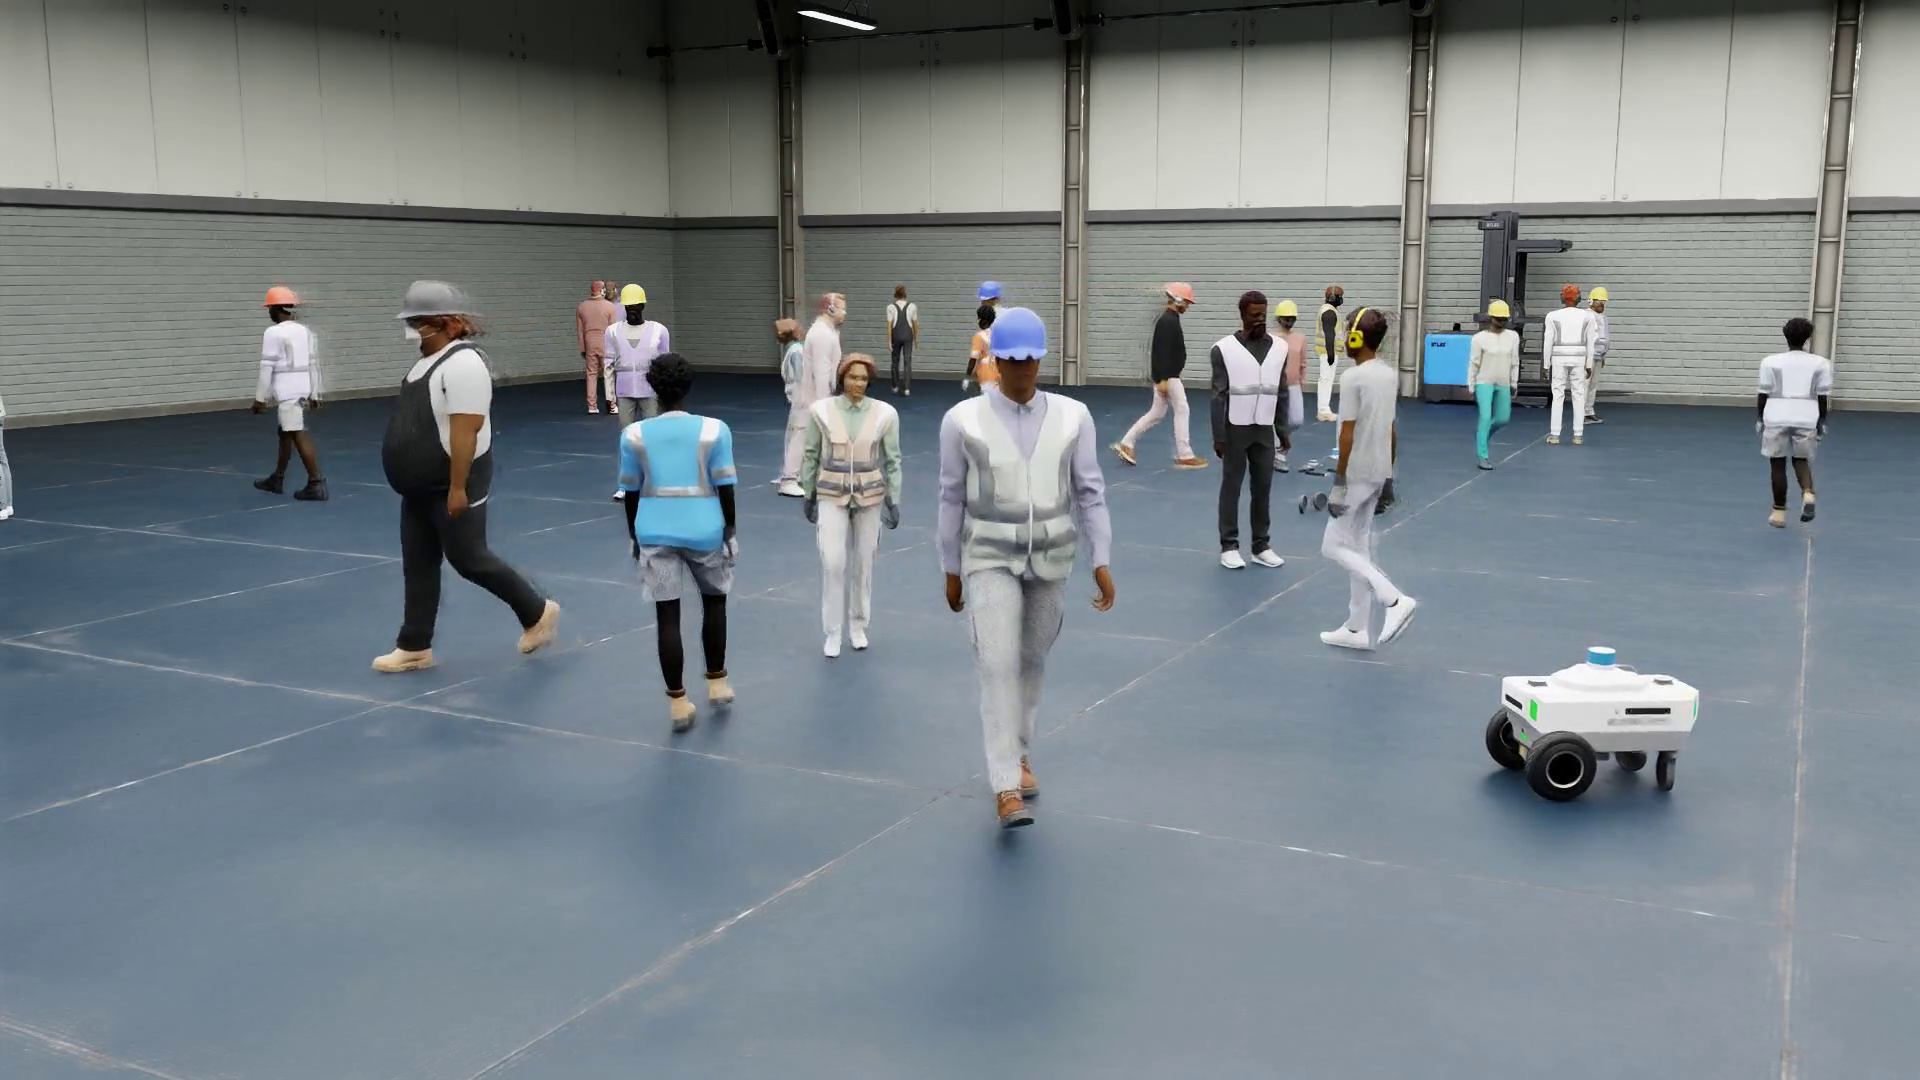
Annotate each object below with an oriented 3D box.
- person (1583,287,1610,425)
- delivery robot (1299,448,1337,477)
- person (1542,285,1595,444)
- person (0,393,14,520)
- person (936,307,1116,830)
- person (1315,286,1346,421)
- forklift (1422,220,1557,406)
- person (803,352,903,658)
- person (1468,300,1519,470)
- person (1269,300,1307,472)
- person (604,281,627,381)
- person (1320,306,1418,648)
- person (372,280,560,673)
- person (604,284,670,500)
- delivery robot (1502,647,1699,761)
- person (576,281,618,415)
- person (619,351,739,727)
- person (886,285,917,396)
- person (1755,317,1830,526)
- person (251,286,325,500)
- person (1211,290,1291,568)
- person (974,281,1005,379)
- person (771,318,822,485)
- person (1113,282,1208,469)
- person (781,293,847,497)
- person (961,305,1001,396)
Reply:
[{"bbox_3d":[8.510,-2.478,22.353,0.591,1.829,0.404,-8,13,-42],"label":"person"},{"bbox_3d":[3.211,-0.661,14.107,0.335,0.223,0.698,-8,12,-39],"label":"delivery robot"},{"bbox_3d":[7.225,-2.086,19.771,0.575,1.882,0.360,2,9,11],"label":"person"},{"bbox_3d":[-8.041,-0.983,13.731,0.272,1.632,0.505,-3,10,-17],"label":"person"},{"bbox_3d":[0.260,0.100,6.196,0.623,1.900,0.949,-2,9,-13],"label":"person"},{"bbox_3d":[5.104,-2.570,22.889,0.429,1.839,0.634,2,9,9],"label":"person"},{"bbox_3d":[8.245,-3.527,25.720,1.873,2.768,1.129,5,10,27],"label":"forklift"},{"bbox_3d":[-0.568,-0.187,8.866,0.524,1.614,0.604,-1,9,-8],"label":"person"},{"bbox_3d":[5.529,-1.628,17.335,0.553,1.748,0.595,-1,9,-9],"label":"person"},{"bbox_3d":[3.316,-1.585,17.085,0.530,1.754,0.431,-2,10,-15],"label":"person"},{"bbox_3d":[-5.666,-3.281,27.125,0.657,1.886,0.598,-2,9,-13],"label":"person"},{"bbox_3d":[2.202,-0.316,8.911,0.528,1.861,0.534,8,12,42],"label":"person"},{"bbox_3d":[-2.589,-0.335,8.616,0.868,2.000,0.687,-7,12,-38],"label":"person"},{"bbox_3d":[-2.897,-1.325,14.935,0.594,1.925,0.370,0,9,-1],"label":"person"},{"bbox_3d":[2.565,0.674,6.673,0.707,0.478,0.477,0,9,-3],"label":"delivery robot"},{"bbox_3d":[-5.138,-2.746,23.786,0.638,1.902,0.407,2,9,13],"label":"person"},{"bbox_3d":[-1.270,-0.019,7.616,0.551,1.674,0.629,0,9,1],"label":"person"},{"bbox_3d":[-0.963,-3.301,27.516,0.535,1.795,0.971,-1,9,-8],"label":"person"},{"bbox_3d":[6.658,-0.939,13.323,0.532,1.679,0.426,2,9,10],"label":"person"},{"bbox_3d":[-6.144,-1.317,14.980,0.916,1.898,0.552,2,9,11],"label":"person"},{"bbox_3d":[1.998,-0.767,11.554,0.590,1.915,0.391,-4,10,-23],"label":"person"},{"bbox_3d":[0.301,-2.027,19.274,0.595,1.925,0.687,-2,9,-14],"label":"person"},{"bbox_3d":[-1.455,-1.337,16.021,0.698,1.602,0.528,-2,9,-10],"label":"person"},{"bbox_3d":[2.089,-1.716,17.334,0.931,1.946,0.640,0,9,0],"label":"person"},{"bbox_3d":[-1.263,-1.326,15.249,0.837,1.848,0.667,0,9,-1],"label":"person"},{"bbox_3d":[0.236,-1.779,18.560,0.770,1.658,0.592,5,11,29],"label":"person"}]
